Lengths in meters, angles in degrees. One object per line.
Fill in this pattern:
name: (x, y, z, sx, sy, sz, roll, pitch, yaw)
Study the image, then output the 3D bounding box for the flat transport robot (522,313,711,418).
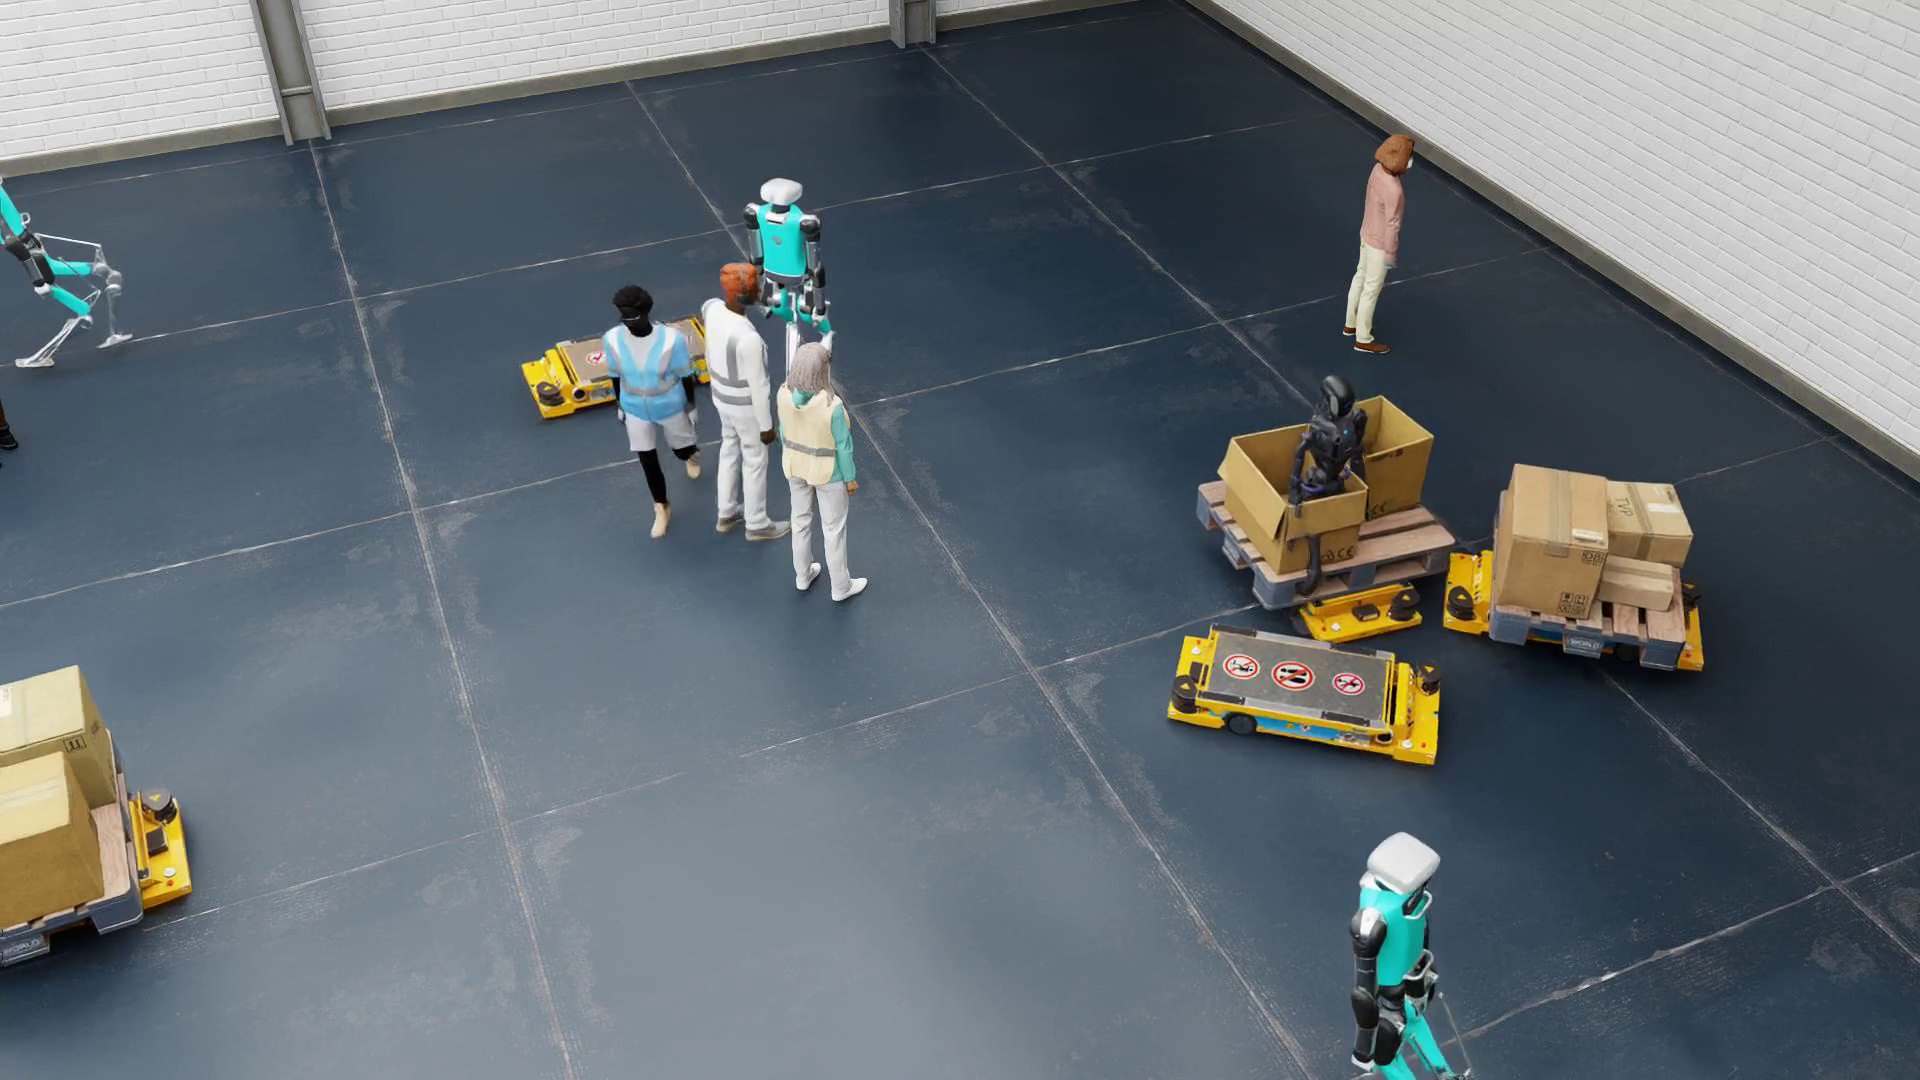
flat transport robot: (-2.358, -1.259, 11.913, 1.431, 0.231, 0.659, -15, 40, -19)

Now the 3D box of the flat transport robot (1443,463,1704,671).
flat transport robot: (3.603, 0.378, 9.781, 1.431, 0.231, 0.659, 10, 39, 13)

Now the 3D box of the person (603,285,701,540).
person: (-1.870, -0.865, 10.243, 0.537, 1.672, 0.678, 2, 38, 3)

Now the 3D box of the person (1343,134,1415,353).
person: (3.014, -2.137, 11.933, 0.286, 1.632, 0.499, -3, 38, -4)

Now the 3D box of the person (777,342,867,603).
person: (-0.825, -0.369, 9.571, 0.465, 1.709, 0.365, 18, 41, 22)

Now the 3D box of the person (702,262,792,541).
person: (-1.332, -0.812, 10.020, 0.404, 1.886, 0.591, -23, 43, -27)

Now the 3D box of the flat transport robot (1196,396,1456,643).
flat transport robot: (2.167, 0.089, 10.157, 0.659, 0.231, 1.431, -11, 39, -14)

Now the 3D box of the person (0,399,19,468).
person: (-6.539, -1.306, 10.604, 0.359, 1.939, 0.542, 3, 38, 4)

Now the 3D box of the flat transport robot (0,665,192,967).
flat transport robot: (-4.543, 1.683, 8.082, 1.431, 0.231, 0.659, -17, 41, -21)

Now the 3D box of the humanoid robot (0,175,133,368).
humanoid robot: (-6.304, -1.973, 11.644, 1.000, 1.716, 0.534, -19, 42, -23)

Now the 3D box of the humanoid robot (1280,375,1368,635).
humanoid robot: (2.061, -0.220, 9.412, 0.607, 1.651, 0.344, -23, 43, -27)

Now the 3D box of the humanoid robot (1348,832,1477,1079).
humanoid robot: (1.851, 1.952, 6.537, 0.790, 1.772, 0.535, 25, 44, 29)

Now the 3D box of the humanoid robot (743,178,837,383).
humanoid robot: (-1.073, -1.700, 11.228, 0.541, 1.728, 0.694, 13, 39, 16)

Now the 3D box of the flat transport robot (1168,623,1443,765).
flat transport robot: (1.909, 0.837, 9.184, 1.431, 0.231, 0.659, 9, 38, 11)
